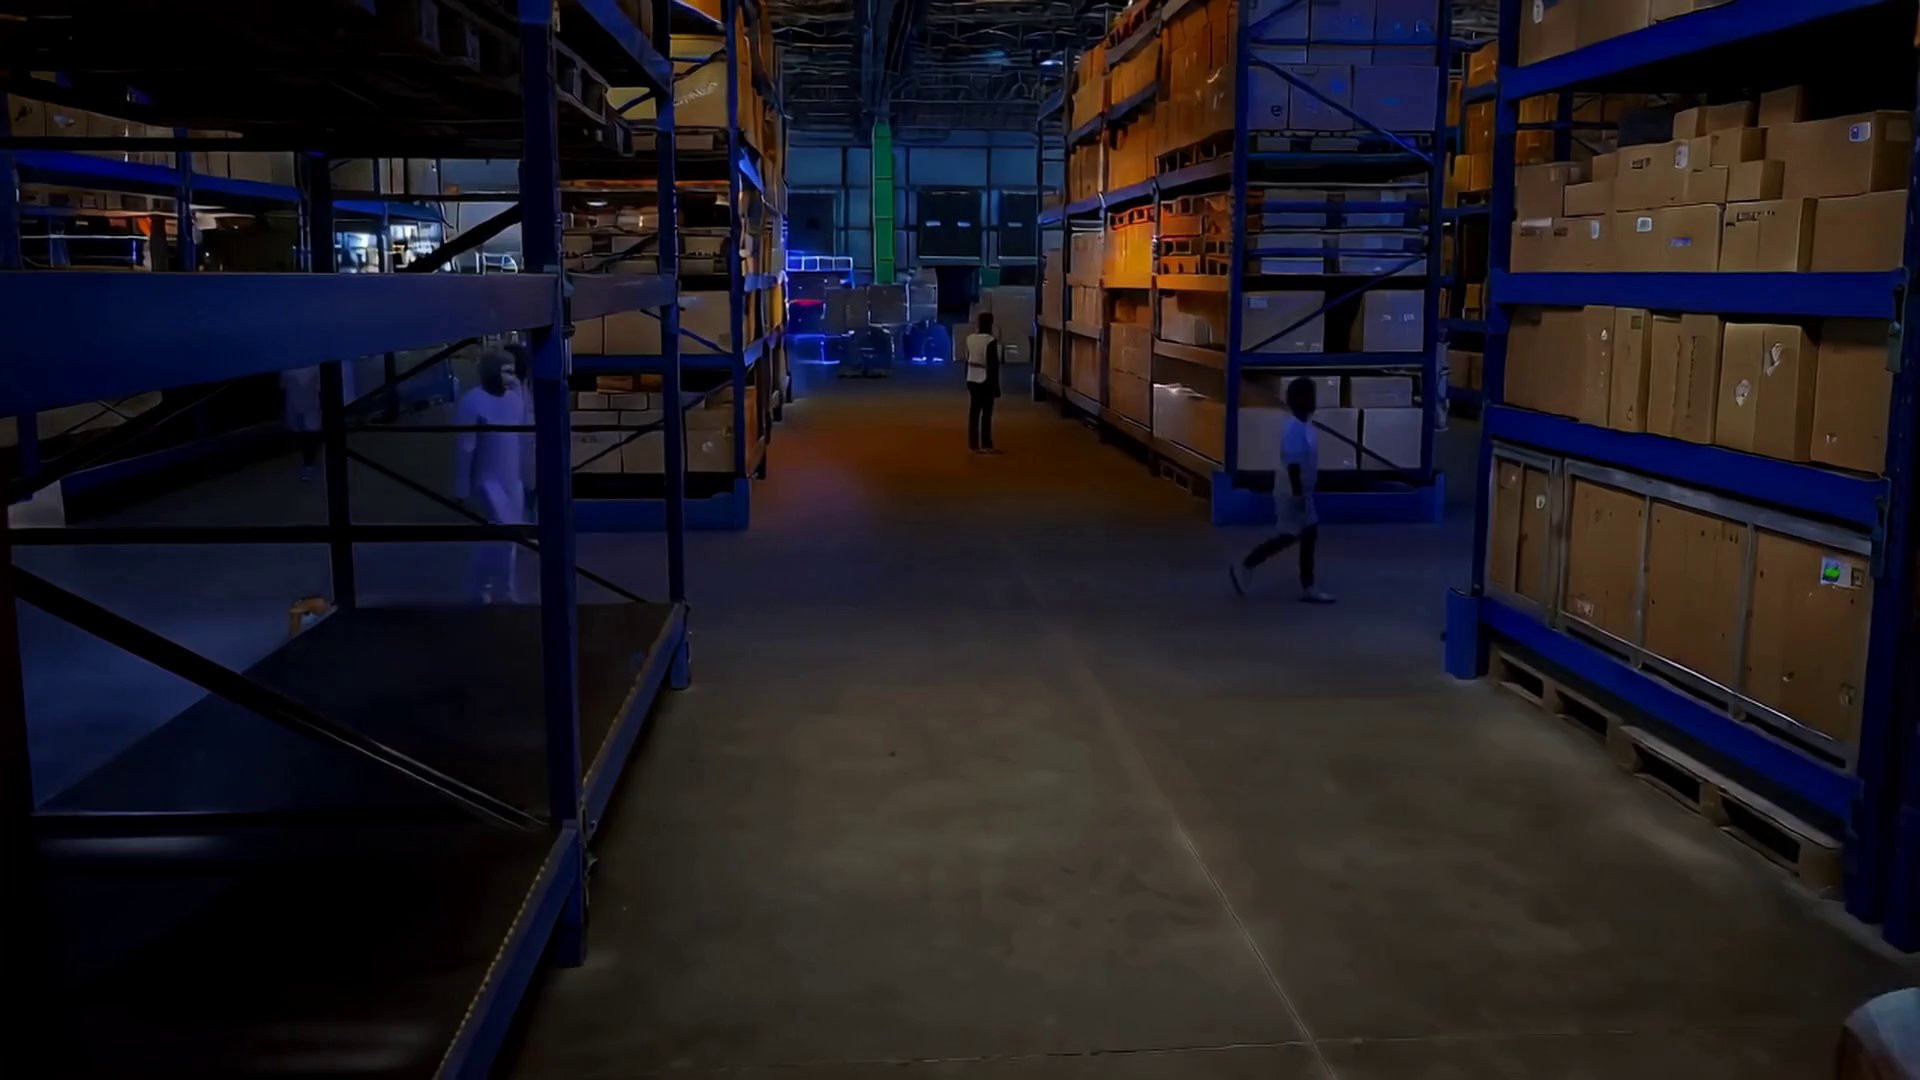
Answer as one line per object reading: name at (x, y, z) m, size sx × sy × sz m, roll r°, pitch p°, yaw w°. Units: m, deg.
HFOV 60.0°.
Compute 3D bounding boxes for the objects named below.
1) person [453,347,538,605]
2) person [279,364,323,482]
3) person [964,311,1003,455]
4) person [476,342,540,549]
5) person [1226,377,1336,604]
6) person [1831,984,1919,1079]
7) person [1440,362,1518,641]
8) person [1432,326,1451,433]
person at (-3.091, -0.355, 11.376) m, size 0.839 × 1.909 × 0.651 m, roll 4°, pitch 10°, yaw 24°
person at (-7.692, -1.544, 19.561) m, size 0.538 × 1.680 × 0.604 m, roll 0°, pitch 9°, yaw 1°
person at (0.288, -2.102, 22.338) m, size 0.395 × 1.919 × 0.590 m, roll -8°, pitch 12°, yaw -41°
person at (-3.973, -0.826, 14.620) m, size 0.630 × 1.826 × 0.633 m, roll 2°, pitch 9°, yaw 10°
person at (2.363, -0.360, 12.139) m, size 0.713 × 1.677 × 0.530 m, roll 4°, pitch 10°, yaw 22°
person at (1.563, 1.200, 2.581) m, size 0.514 × 1.608 × 0.786 m, roll -1°, pitch 9°, yaw -4°
person at (3.676, -0.256, 10.833) m, size 0.949 × 1.900 × 0.540 m, roll -1°, pitch 9°, yaw -9°
person at (7.352, -2.455, 25.466) m, size 0.318 × 1.630 × 0.513 m, roll 4°, pitch 10°, yaw 26°
